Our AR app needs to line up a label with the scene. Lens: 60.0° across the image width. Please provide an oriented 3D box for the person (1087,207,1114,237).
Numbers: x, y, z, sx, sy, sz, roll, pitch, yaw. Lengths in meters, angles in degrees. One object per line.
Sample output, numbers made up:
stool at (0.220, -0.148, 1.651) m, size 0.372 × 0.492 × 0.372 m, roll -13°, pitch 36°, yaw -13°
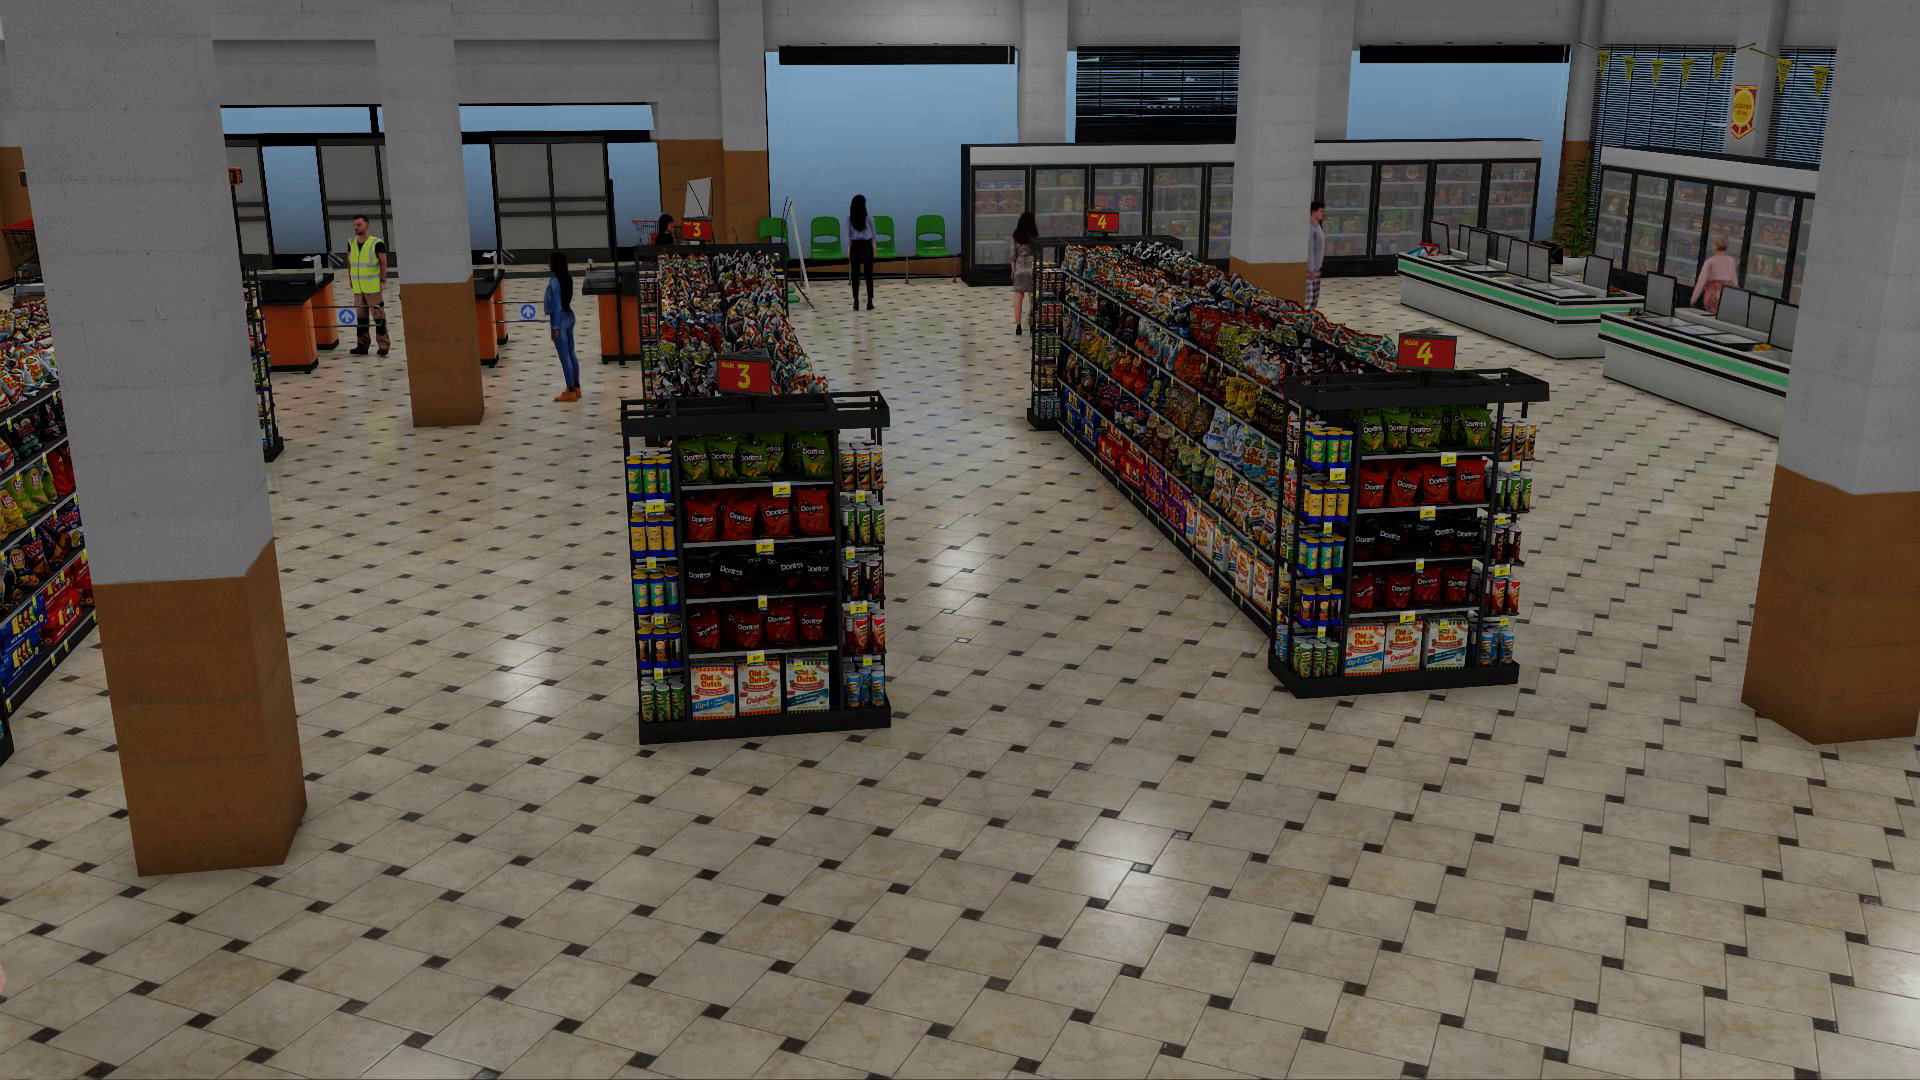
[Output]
person at (1.882, -3.767, 23.340) m, size 1.098 × 1.780 × 1.287 m, roll -16°, pitch 23°, yaw -42°

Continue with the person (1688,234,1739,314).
person at (9.595, -2.965, 20.926) m, size 0.630 × 1.649 × 1.005 m, roll -3°, pitch 17°, yaw -9°

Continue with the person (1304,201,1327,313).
person at (4.967, -3.855, 23.520) m, size 0.758 × 1.845 × 0.660 m, roll 8°, pitch 19°, yaw 24°

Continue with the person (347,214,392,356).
person at (-7.803, -3.359, 21.883) m, size 0.793 × 1.847 × 0.825 m, roll 3°, pitch 17°, yaw 8°

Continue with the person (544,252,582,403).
person at (-4.570, -2.461, 19.156) m, size 0.725 × 1.712 × 0.570 m, roll 2°, pitch 17°, yaw 7°

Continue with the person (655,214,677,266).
person at (-4.263, -3.830, 23.805) m, size 0.943 × 1.631 × 0.917 m, roll 9°, pitch 19°, yaw 27°

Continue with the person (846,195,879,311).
person at (-1.517, -4.412, 25.526) m, size 0.694 × 1.745 × 0.625 m, roll 1°, pitch 17°, yaw 3°

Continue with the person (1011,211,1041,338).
person at (0.929, -3.730, 23.278) m, size 0.651 × 1.747 × 0.623 m, roll 3°, pitch 17°, yaw 11°
